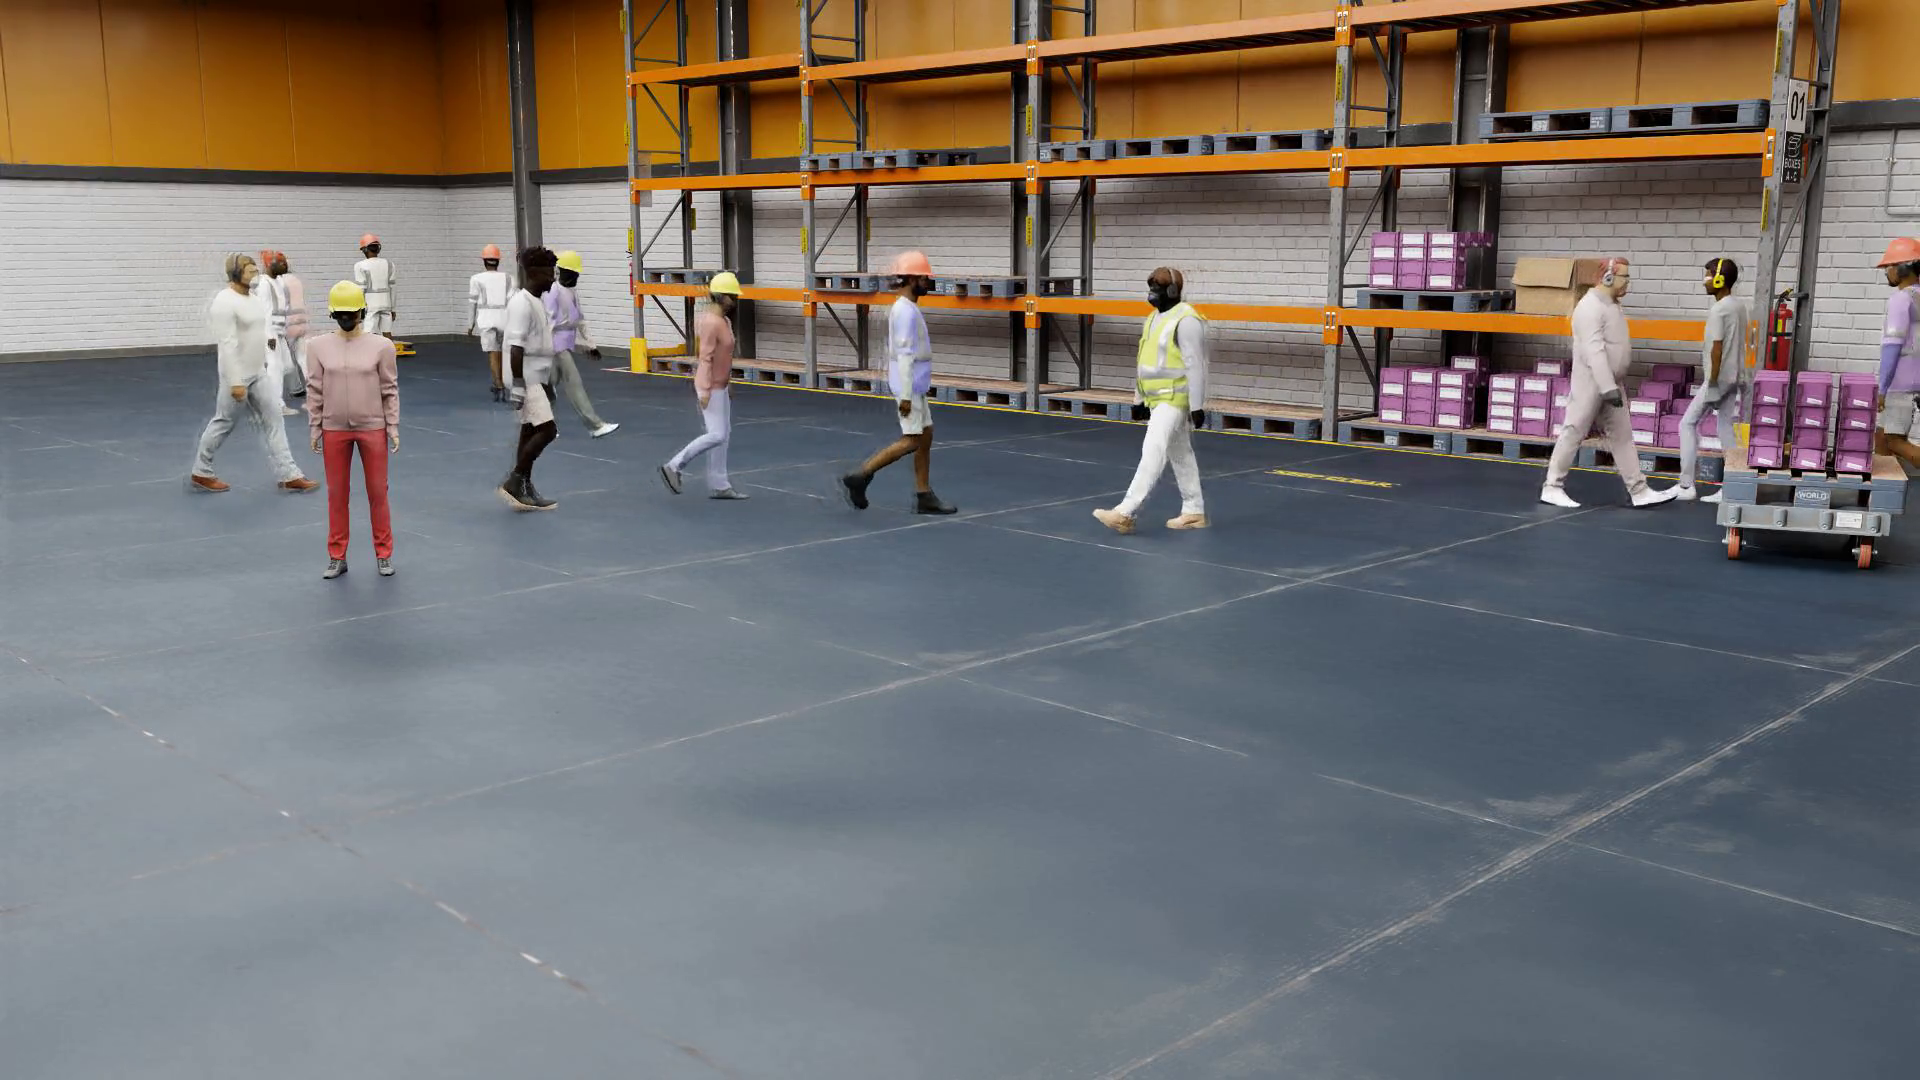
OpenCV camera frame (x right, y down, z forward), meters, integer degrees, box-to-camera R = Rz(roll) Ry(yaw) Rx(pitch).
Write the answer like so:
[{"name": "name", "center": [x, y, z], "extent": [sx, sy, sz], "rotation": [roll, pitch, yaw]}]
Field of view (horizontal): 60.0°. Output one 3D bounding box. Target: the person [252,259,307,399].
[{"name": "person", "center": [-8.336, -2.558, 20.233], "extent": [0.627, 1.781, 0.957], "rotation": [2, 11, 9]}]

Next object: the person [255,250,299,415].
[{"name": "person", "center": [-7.790, -2.326, 18.717], "extent": [0.521, 1.865, 0.621], "rotation": [-1, 10, -6]}]

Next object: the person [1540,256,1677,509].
[{"name": "person", "center": [4.770, -1.133, 12.221], "extent": [0.929, 1.861, 0.641], "rotation": [9, 14, 42]}]

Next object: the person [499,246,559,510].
[{"name": "person", "center": [-3.125, -1.172, 12.194], "extent": [0.440, 1.941, 0.600], "rotation": [-1, 10, -7]}]

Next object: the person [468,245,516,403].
[{"name": "person", "center": [-5.752, -2.650, 20.400], "extent": [0.552, 1.889, 0.975], "rotation": [-7, 12, -33]}]

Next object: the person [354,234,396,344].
[{"name": "person", "center": [-8.141, -3.227, 23.155], "extent": [0.388, 2.037, 0.605], "rotation": [9, 14, 40]}]

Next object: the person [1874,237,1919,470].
[{"name": "person", "center": [6.655, -1.079, 11.532], "extent": [0.881, 2.014, 0.636], "rotation": [10, 14, 43]}]

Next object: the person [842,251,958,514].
[{"name": "person", "center": [-0.432, -1.112, 11.958], "extent": [0.758, 1.918, 0.549], "rotation": [0, 10, -1]}]

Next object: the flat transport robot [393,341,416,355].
[{"name": "flat transport robot", "center": [-9.773, -3.250, 28.098], "extent": [0.652, 0.197, 1.431], "rotation": [-8, 13, -37]}]

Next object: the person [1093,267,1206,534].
[{"name": "person", "center": [1.302, -0.939, 11.300], "extent": [0.936, 1.801, 0.657], "rotation": [-3, 11, -15]}]

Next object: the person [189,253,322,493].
[{"name": "person", "center": [-5.612, -1.288, 13.010], "extent": [1.048, 1.892, 0.642], "rotation": [1, 10, 7]}]

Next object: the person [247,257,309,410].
[{"name": "person", "center": [-7.843, -2.395, 19.293], "extent": [0.969, 1.786, 0.636], "rotation": [3, 11, 13]}]

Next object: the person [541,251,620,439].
[{"name": "person", "center": [-3.885, -1.922, 16.517], "extent": [0.998, 1.857, 0.614], "rotation": [1, 10, 3]}]

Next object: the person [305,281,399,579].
[{"name": "person", "center": [-3.582, -0.646, 9.841], "extent": [0.523, 1.760, 0.324], "rotation": [-2, 11, -13]}]

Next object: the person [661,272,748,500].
[{"name": "person", "center": [-1.913, -1.153, 12.627], "extent": [0.589, 1.747, 0.541], "rotation": [1, 10, 5]}]

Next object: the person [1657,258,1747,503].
[{"name": "person", "center": [5.639, -1.192, 12.579], "extent": [0.495, 1.851, 0.717], "rotation": [-8, 13, -38]}]
